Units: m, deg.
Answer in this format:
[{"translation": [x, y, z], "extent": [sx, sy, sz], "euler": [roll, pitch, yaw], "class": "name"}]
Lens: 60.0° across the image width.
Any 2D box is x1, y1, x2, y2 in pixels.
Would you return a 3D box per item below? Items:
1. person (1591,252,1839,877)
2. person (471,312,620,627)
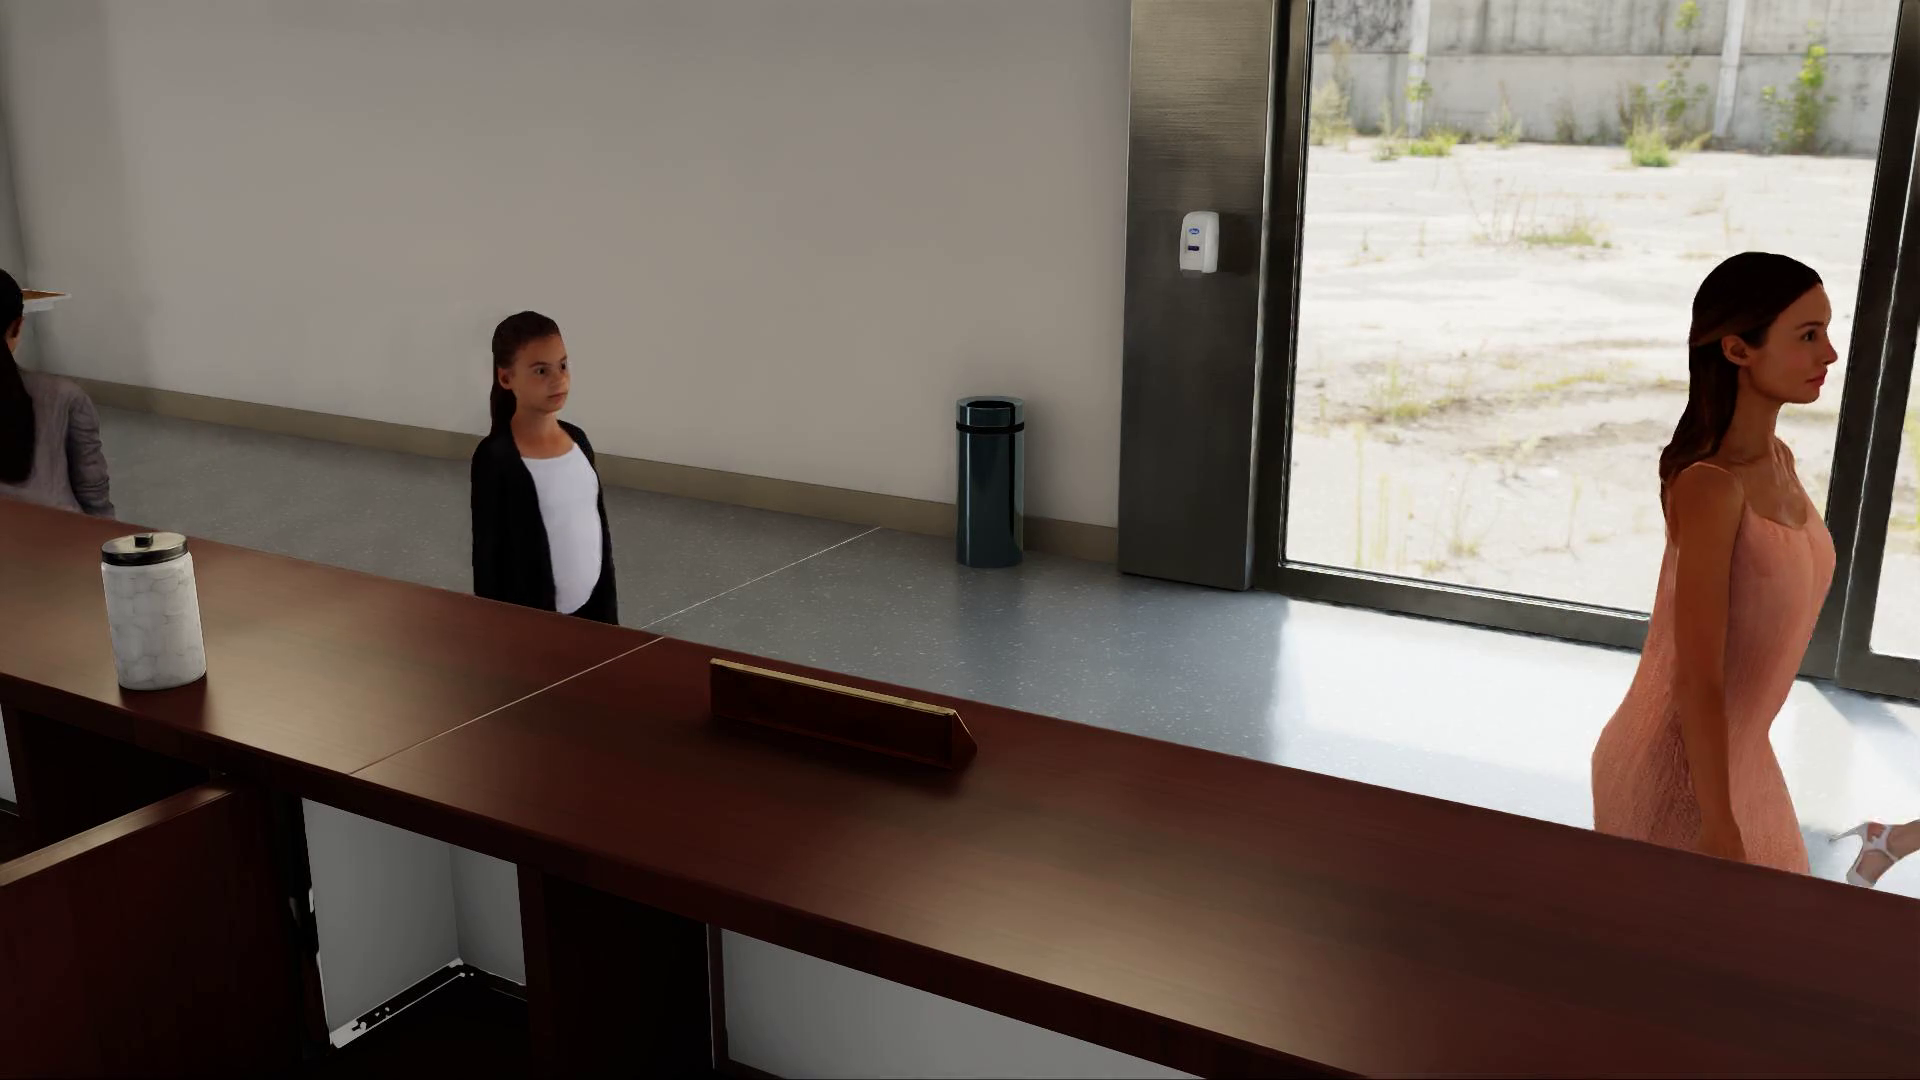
[{"translation": [1.206, 0.412, 2.953], "extent": [0.807, 1.809, 0.873], "euler": [15, 22, 42], "class": "person"}, {"translation": [-1.109, 0.188, 4.225], "extent": [0.618, 1.549, 0.682], "euler": [10, 18, 30], "class": "person"}]
